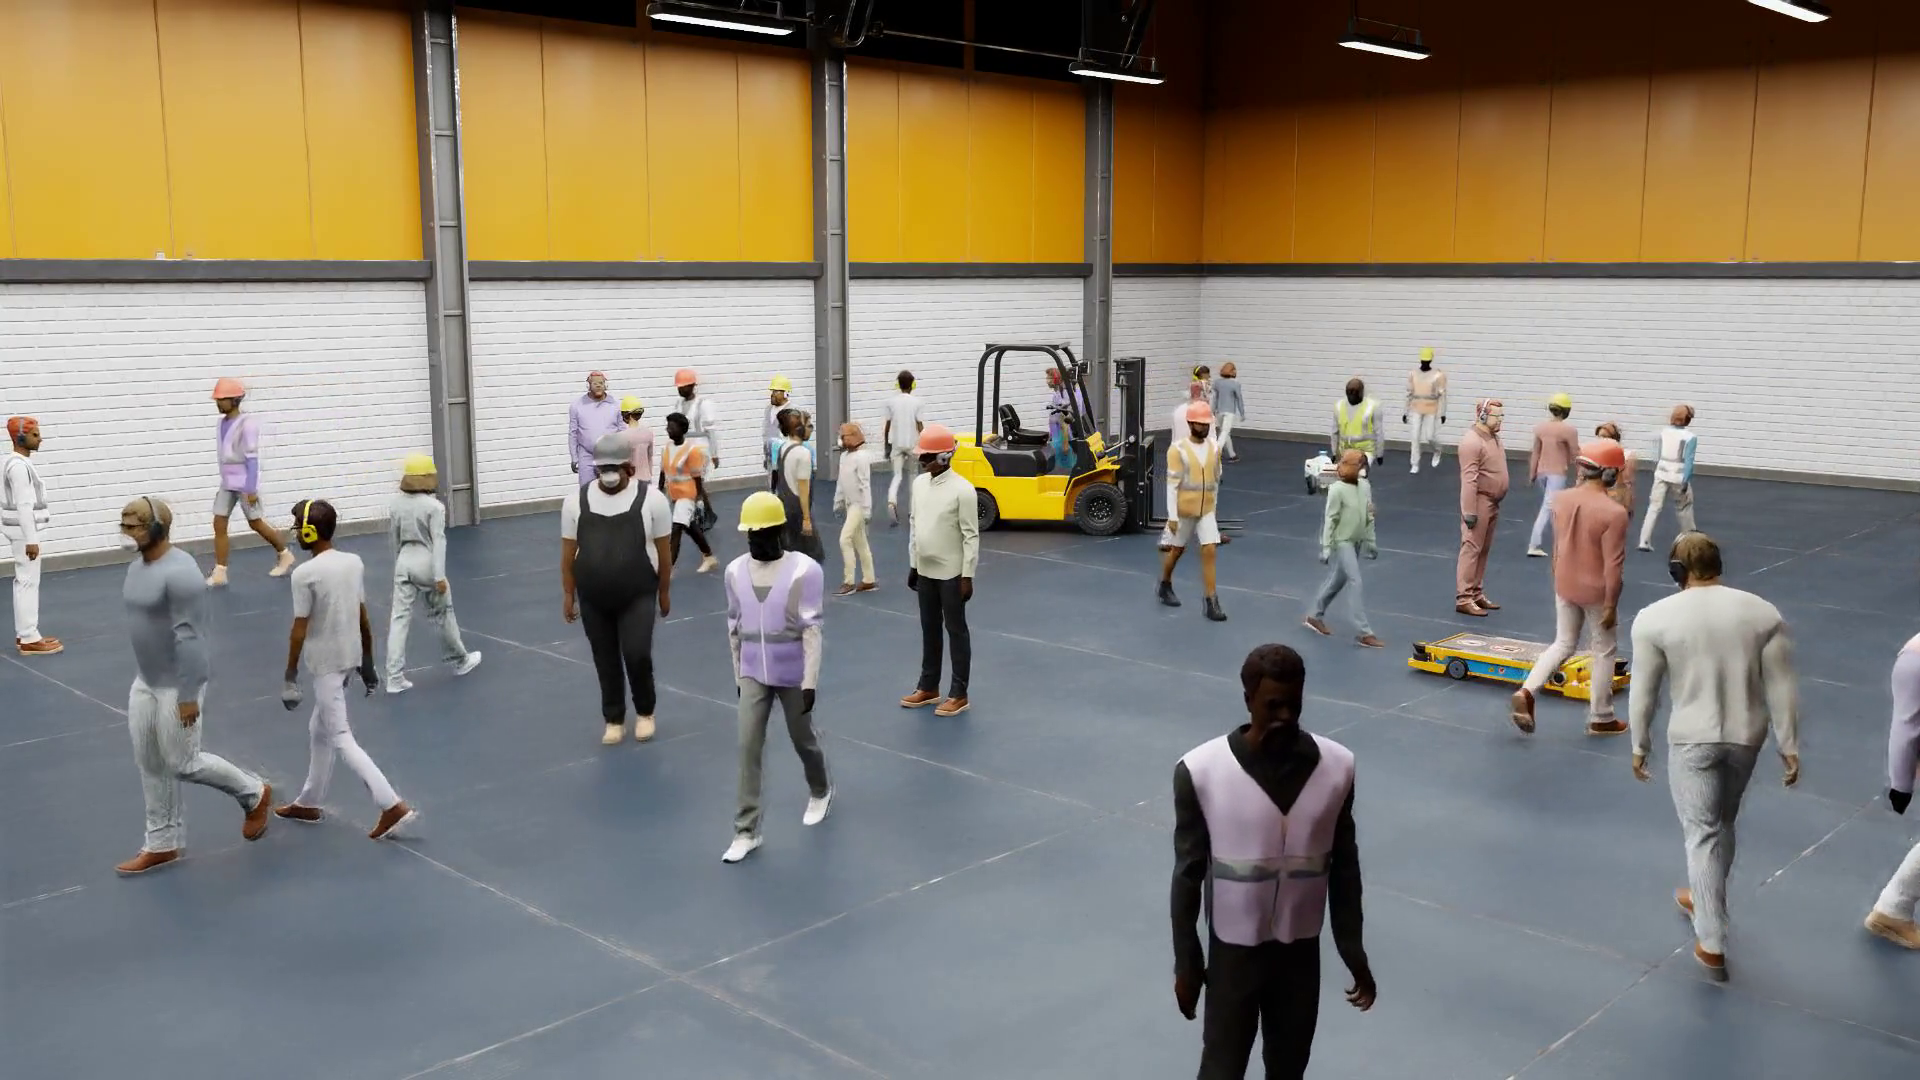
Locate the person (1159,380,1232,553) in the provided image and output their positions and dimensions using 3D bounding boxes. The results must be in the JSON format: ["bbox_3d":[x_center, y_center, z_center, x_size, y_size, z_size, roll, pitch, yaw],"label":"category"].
[{"bbox_3d":[2.543,-0.791,17.872,1.012,1.849,0.665,-4,10,-23],"label":"person"}]

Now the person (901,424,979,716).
[{"bbox_3d":[-0.138,0.201,11.347,0.392,1.990,0.612,-8,12,-42],"label":"person"}]

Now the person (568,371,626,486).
[{"bbox_3d":[-4.015,-0.920,18.464,0.641,1.913,0.407,-2,9,-12],"label":"person"}]

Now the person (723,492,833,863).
[{"bbox_3d":[-0.966,0.667,8.795,0.585,1.891,0.955,3,10,17],"label":"person"}]

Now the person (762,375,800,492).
[{"bbox_3d":[-2.042,-0.956,18.908,0.592,1.837,0.404,8,12,41],"label":"person"}]

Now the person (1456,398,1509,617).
[{"bbox_3d":[4.612,-0.294,14.644,0.403,1.904,0.651,7,11,35],"label":"person"}]

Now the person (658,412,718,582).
[{"bbox_3d":[-2.706,-0.435,16.300,0.543,1.648,0.899,9,13,44],"label":"person"}]

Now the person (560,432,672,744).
[{"bbox_3d":[-2.198,0.304,10.558,0.696,2.000,0.537,0,9,1],"label":"person"}]

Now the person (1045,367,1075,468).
[{"bbox_3d":[1.160,-1.252,20.793,0.835,1.807,0.573,1,9,7],"label":"person"}]

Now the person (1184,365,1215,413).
[{"bbox_3d":[2.975,-1.289,20.932,0.499,1.849,0.659,-6,11,-32],"label":"person"}]

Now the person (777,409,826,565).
[{"bbox_3d":[-1.384,-0.208,14.344,0.405,1.832,0.540,-5,11,-30],"label":"person"}]

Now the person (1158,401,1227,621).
[{"bbox_3d":[2.042,-0.287,14.635,0.555,1.895,0.999,-4,10,-21],"label":"person"}]

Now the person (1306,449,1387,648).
[{"bbox_3d":[3.151,0.038,13.562,0.511,1.593,0.839,-8,12,-42],"label":"person"}]

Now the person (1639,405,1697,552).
[{"bbox_3d":[7.664,-0.658,17.870,0.909,1.587,0.508,-6,11,-32],"label":"person"}]

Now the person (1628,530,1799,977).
[{"bbox_3d":[3.312,0.905,7.407,0.657,1.866,0.942,1,9,3],"label":"person"}]

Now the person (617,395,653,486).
[{"bbox_3d":[-3.284,-0.571,16.767,0.310,1.769,0.525,5,10,26],"label":"person"}]

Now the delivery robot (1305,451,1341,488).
[{"bbox_3d":[4.921,-0.958,22.554,0.477,0.478,0.707,0,9,-2],"label":"delivery robot"}]

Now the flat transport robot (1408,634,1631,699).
[{"bbox_3d":[4.118,0.906,12.284,1.431,0.197,0.652,9,13,43],"label":"flat transport robot"}]

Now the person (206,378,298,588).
[{"bbox_3d":[-6.916,-0.571,16.053,0.618,2.007,0.995,6,11,33],"label":"person"}]

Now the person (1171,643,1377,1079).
[{"bbox_3d":[0.944,1.250,5.153,0.611,1.916,0.413,-3,10,-15],"label":"person"}]

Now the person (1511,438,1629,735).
[{"bbox_3d":[3.979,0.321,10.691,0.812,1.969,0.618,-5,10,-26],"label":"person"}]

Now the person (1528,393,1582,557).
[{"bbox_3d":[6.334,-0.686,17.606,0.890,1.722,0.537,-5,10,-26],"label":"person"}]

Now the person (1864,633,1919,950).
[{"bbox_3d":[4.303,1.000,7.114,0.631,1.785,0.847,-5,10,-28],"label":"person"}]

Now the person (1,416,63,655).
[{"bbox_3d":[-7.370,-0.039,13.142,0.337,1.882,0.585,-6,11,-32],"label":"person"}]

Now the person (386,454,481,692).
[{"bbox_3d":[-3.897,0.219,12.122,0.524,1.694,0.897,3,10,19],"label":"person"}]

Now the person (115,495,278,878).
[{"bbox_3d":[-3.919,0.713,8.408,0.633,1.923,0.707,7,12,38],"label":"person"}]

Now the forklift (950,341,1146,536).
[{"bbox_3d":[0.977,-1.223,19.452,2.313,2.155,1.214,2,9,11],"label":"forklift"}]

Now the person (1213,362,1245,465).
[{"bbox_3d":[4.157,-1.967,25.889,0.878,1.588,0.518,-9,13,-44],"label":"person"}]

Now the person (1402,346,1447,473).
[{"bbox_3d":[6.962,-1.954,24.841,0.621,1.900,0.649,6,11,32],"label":"person"}]

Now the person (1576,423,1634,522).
[{"bbox_3d":[6.073,-0.311,15.705,0.878,1.591,0.509,-7,11,-35],"label":"person"}]

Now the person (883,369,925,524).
[{"bbox_3d":[-0.669,-1.111,19.859,0.527,1.843,0.816,2,9,12],"label":"person"}]

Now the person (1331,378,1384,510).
[{"bbox_3d":[4.791,-1.083,19.991,0.643,1.759,1.107,8,12,40],"label":"person"}]

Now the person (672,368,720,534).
[{"bbox_3d":[-3.037,-0.998,18.942,0.617,1.910,0.486,6,11,33],"label":"person"}]

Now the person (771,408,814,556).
[{"bbox_3d":[-1.618,-0.433,16.179,0.438,1.679,0.593,7,12,38],"label":"person"}]

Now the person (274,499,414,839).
[{"bbox_3d":[-3.346,0.680,8.918,0.945,1.829,0.555,3,10,18],"label":"person"}]

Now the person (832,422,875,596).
[{"bbox_3d":[-1.041,-0.287,15.492,0.617,1.609,0.525,-4,10,-25],"label":"person"}]
